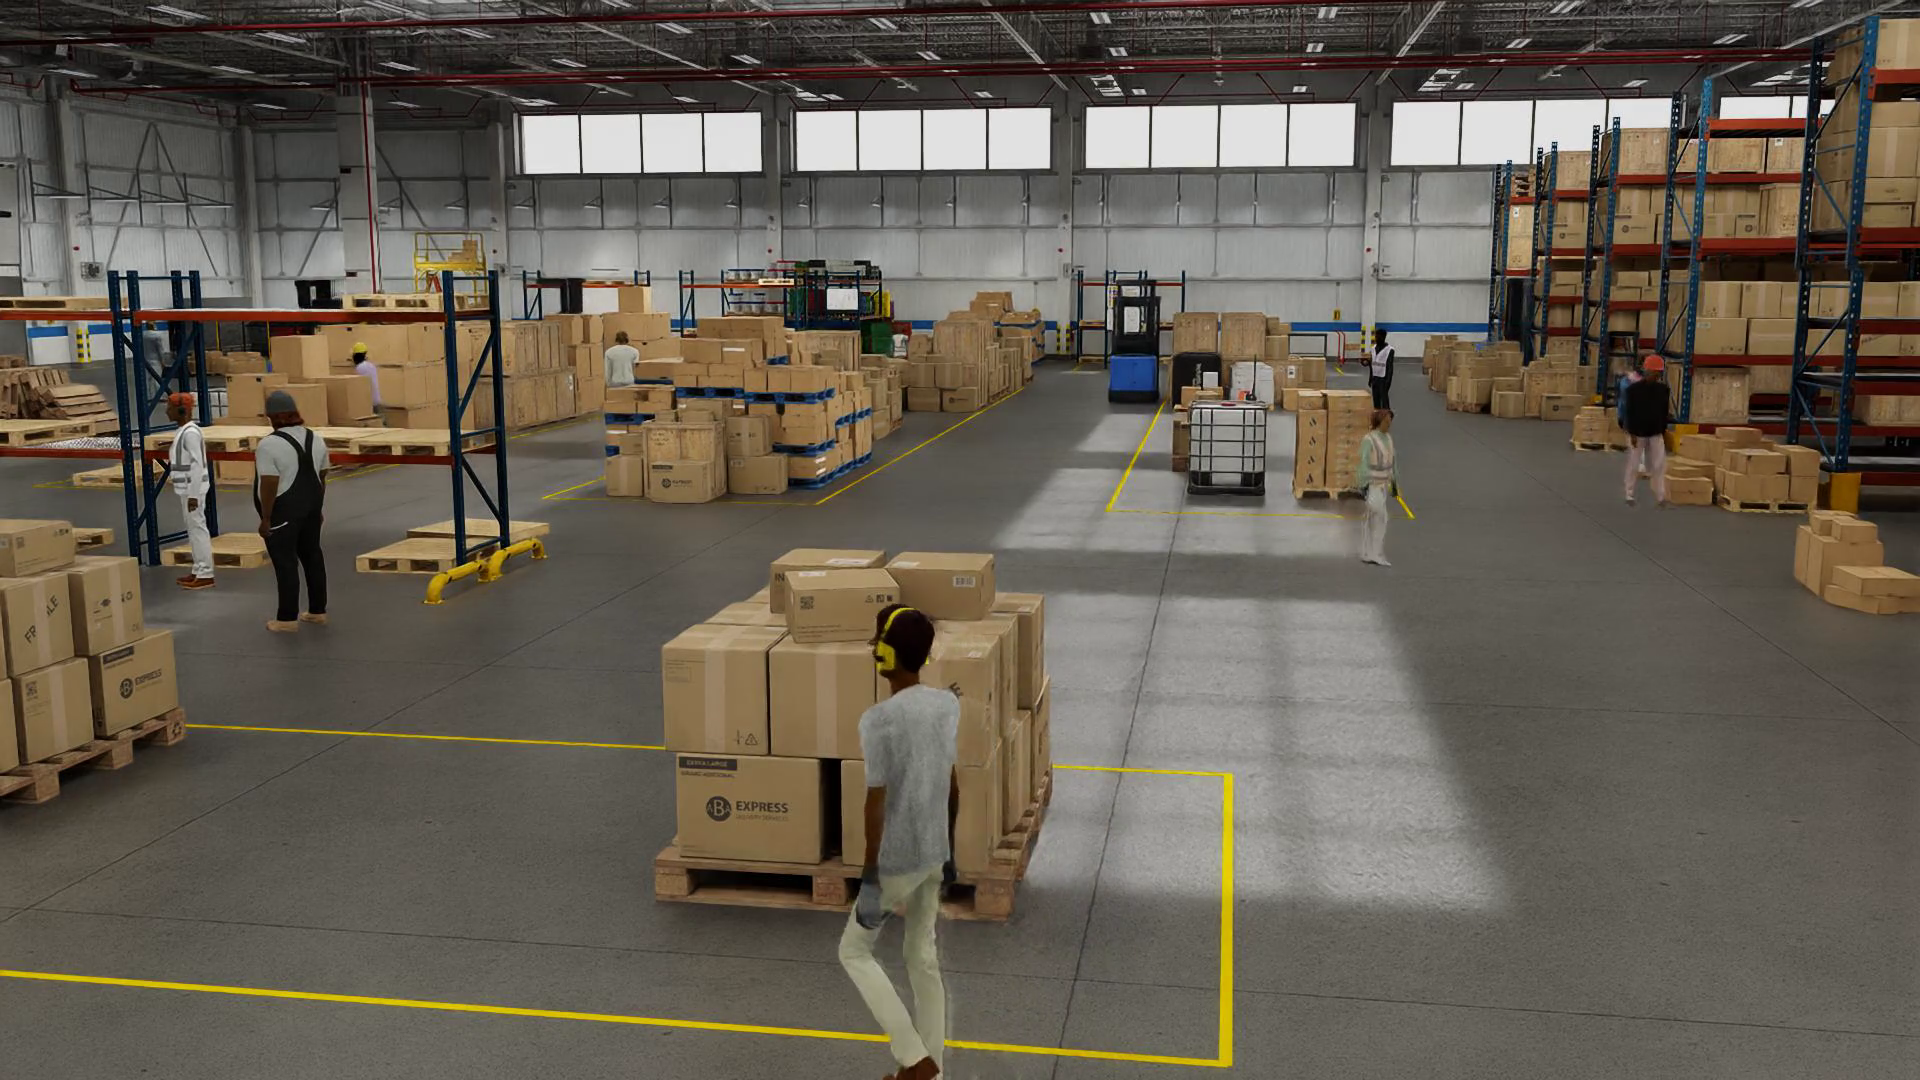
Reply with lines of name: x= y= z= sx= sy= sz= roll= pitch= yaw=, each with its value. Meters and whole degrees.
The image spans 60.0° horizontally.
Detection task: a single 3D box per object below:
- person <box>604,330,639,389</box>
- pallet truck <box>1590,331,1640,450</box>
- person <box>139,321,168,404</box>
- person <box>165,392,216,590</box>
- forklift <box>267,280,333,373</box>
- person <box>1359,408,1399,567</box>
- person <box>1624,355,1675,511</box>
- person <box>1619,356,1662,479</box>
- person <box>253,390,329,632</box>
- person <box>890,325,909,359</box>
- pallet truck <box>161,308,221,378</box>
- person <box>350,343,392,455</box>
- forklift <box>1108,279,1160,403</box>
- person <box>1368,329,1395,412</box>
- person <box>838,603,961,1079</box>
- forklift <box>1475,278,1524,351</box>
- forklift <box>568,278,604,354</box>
person: x=-6.169 y=-2.858 z=30.438 sx=0.629 sy=1.940 sz=0.377 roll=-1 pitch=9 yaw=-7
pallet truck: x=11.253 y=-2.573 z=28.499 sx=0.823 sy=1.965 sz=1.885 roll=5 pitch=10 yaw=27
person: x=-18.436 y=-4.074 z=37.957 sx=0.627 sy=1.935 sz=0.371 roll=2 pitch=9 yaw=14
person: x=-7.349 y=-0.453 z=15.845 sx=0.428 sy=1.883 sz=0.600 roll=-6 pitch=11 yaw=-31
forklift: x=-13.914 y=-4.220 z=35.940 sx=1.873 sy=2.768 sz=1.129 roll=1 pitch=9 yaw=9
person: x=4.352 y=-0.532 z=17.031 sx=0.560 sy=1.619 sz=0.540 roll=9 pitch=13 yaw=44
person: x=8.715 y=-1.337 z=20.971 sx=0.614 sy=1.965 sz=0.852 roll=-1 pitch=9 yaw=-6
person: x=10.053 y=-1.822 z=24.520 sx=0.638 sy=1.790 sz=0.965 roll=-1 pitch=9 yaw=-8
person: x=-5.695 y=-0.254 z=14.062 sx=0.536 sy=2.000 sz=0.688 roll=4 pitch=10 yaw=24
person: x=-1.579 y=-4.859 z=43.850 sx=0.533 sy=1.593 sz=0.869 roll=6 pitch=11 yaw=31
pallet truck: x=-21.869 y=-5.598 z=47.154 sx=0.823 sy=1.965 sz=1.885 roll=4 pitch=10 yaw=26
person: x=-9.609 y=-2.238 z=26.817 sx=1.005 sy=1.866 sz=0.635 roll=1 pitch=9 yaw=6
forklift: x=4.030 y=-4.601 z=38.293 sx=1.129 sy=2.768 sz=1.873 roll=1 pitch=9 yaw=9
person: x=8.164 y=-3.131 z=32.222 sx=0.397 sy=1.911 sz=0.587 roll=-5 pitch=10 yaw=-28
person: x=-0.211 y=1.147 z=5.972 sx=0.413 sy=1.857 sz=0.562 roll=8 pitch=12 yaw=40
forklift: x=14.740 y=-5.598 z=44.439 sx=1.873 sy=2.768 sz=1.129 roll=1 pitch=9 yaw=9
forklift: x=-10.414 y=-5.735 z=45.284 sx=1.873 sy=2.768 sz=1.129 roll=-3 pitch=10 yaw=-17
